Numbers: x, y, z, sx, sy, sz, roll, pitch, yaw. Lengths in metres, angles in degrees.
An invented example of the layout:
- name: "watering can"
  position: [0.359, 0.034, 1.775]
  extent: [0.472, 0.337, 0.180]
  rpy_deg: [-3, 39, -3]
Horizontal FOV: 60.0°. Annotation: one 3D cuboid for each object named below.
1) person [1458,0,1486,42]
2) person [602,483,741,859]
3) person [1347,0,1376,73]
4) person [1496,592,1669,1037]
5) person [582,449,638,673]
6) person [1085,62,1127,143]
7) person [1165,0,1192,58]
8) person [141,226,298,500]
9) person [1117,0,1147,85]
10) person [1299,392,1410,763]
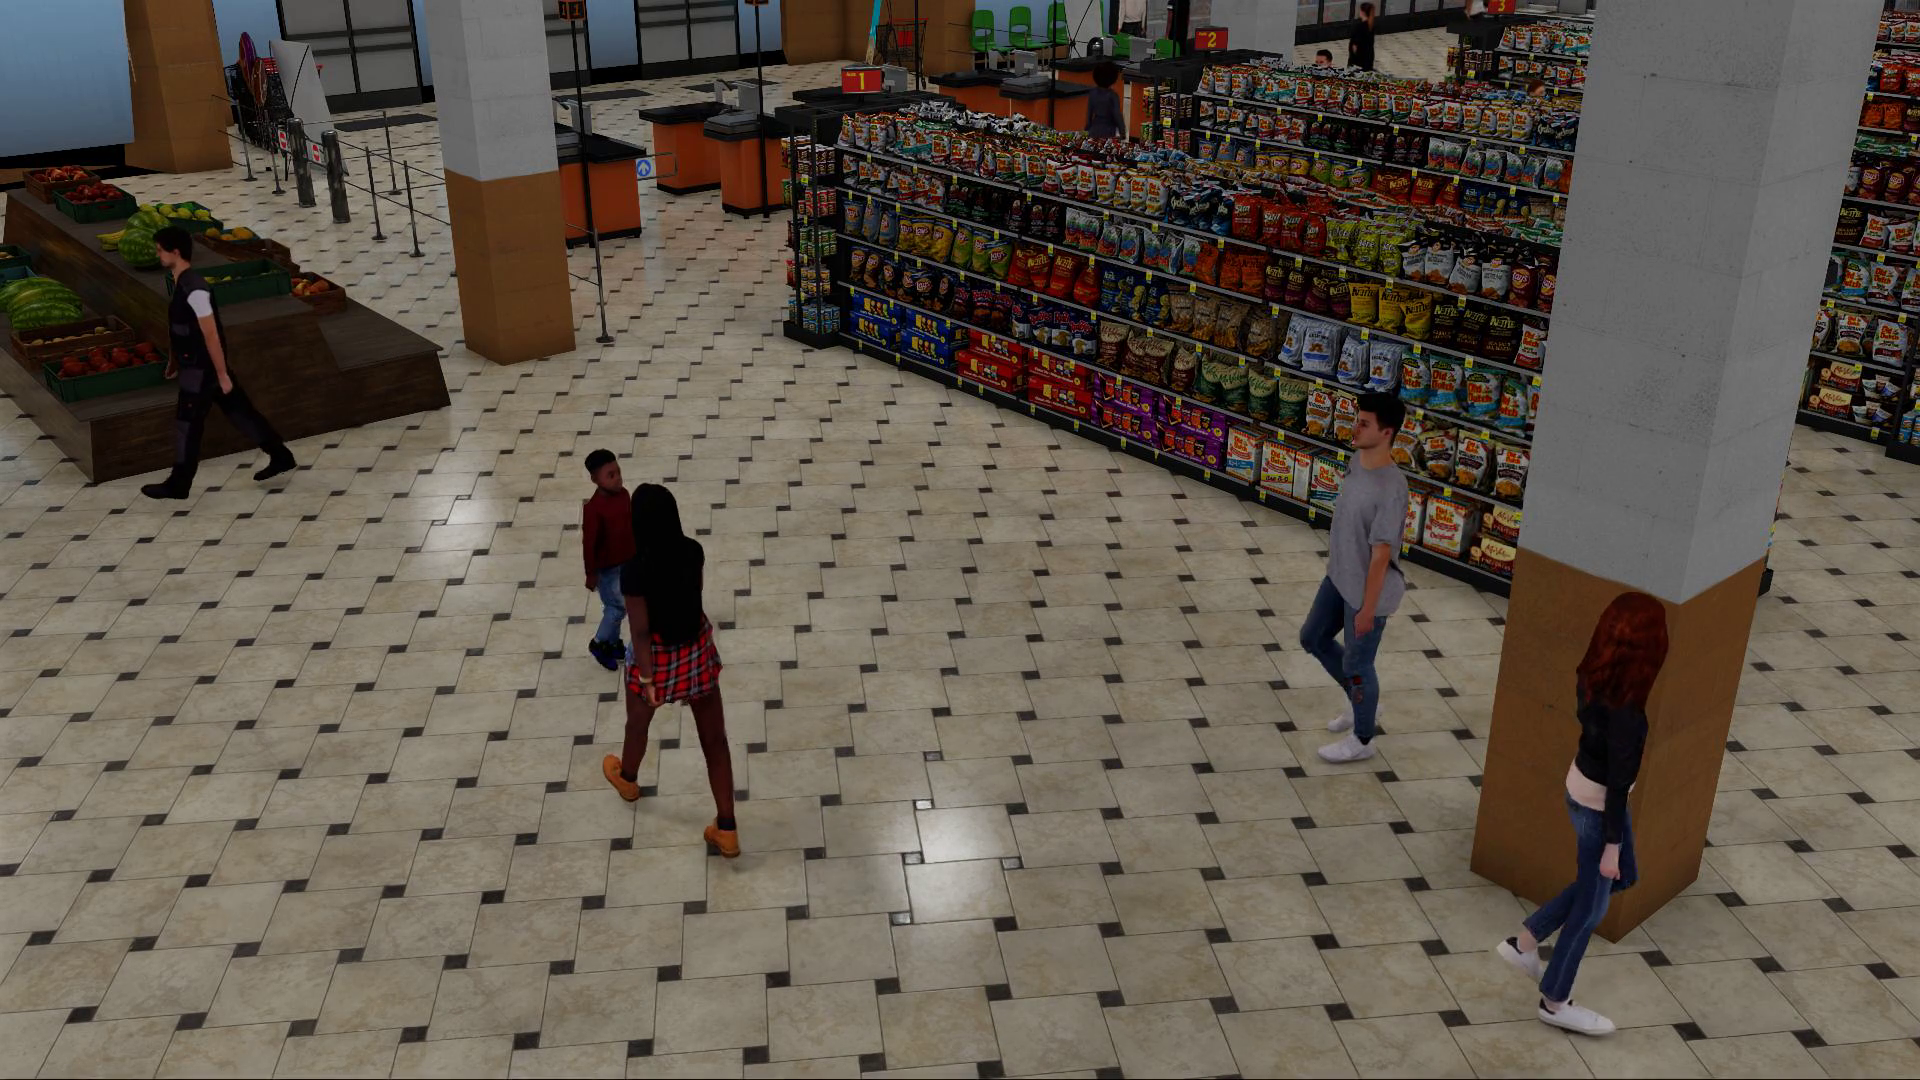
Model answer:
- name: "person"
  position: [9.701, -9.830, 31.143]
  extent: [0.831, 1.595, 1.149]
  rpy_deg: [-8, 25, -18]
- name: "person"
  position: [-1.180, 0.606, 7.201]
  extent: [0.593, 1.669, 1.172]
  rpy_deg: [-19, 30, -37]
- name: "person"
  position: [6.085, -7.238, 25.112]
  extent: [0.627, 1.682, 0.545]
  rpy_deg: [-18, 29, -35]
- name: "person"
  position: [2.266, 1.006, 6.157]
  extent: [0.867, 1.774, 0.807]
  rpy_deg: [7, 25, 16]
- name: "person"
  position: [-1.922, 0.095, 8.897]
  extent: [0.630, 1.245, 0.589]
  rpy_deg: [9, 25, 20]
- name: "person"
  position: [1.566, -4.547, 18.971]
  extent: [0.999, 1.674, 0.720]
  rpy_deg: [21, 31, 40]
- name: "person"
  position: [3.649, -8.487, 27.891]
  extent: [0.651, 1.743, 0.626]
  rpy_deg: [-13, 27, -26]
- name: "person"
  position: [-4.928, -1.171, 11.103]
  extent: [0.875, 1.796, 1.208]
  rpy_deg: [-13, 27, -27]
- name: "person"
  position: [2.918, -8.695, 28.280]
  extent: [0.724, 1.811, 0.683]
  rpy_deg: [-8, 25, -17]
- name: "person"
  position: [1.990, 0.194, 7.889]
  extent: [0.883, 1.873, 0.794]
  rpy_deg: [-4, 24, -9]
